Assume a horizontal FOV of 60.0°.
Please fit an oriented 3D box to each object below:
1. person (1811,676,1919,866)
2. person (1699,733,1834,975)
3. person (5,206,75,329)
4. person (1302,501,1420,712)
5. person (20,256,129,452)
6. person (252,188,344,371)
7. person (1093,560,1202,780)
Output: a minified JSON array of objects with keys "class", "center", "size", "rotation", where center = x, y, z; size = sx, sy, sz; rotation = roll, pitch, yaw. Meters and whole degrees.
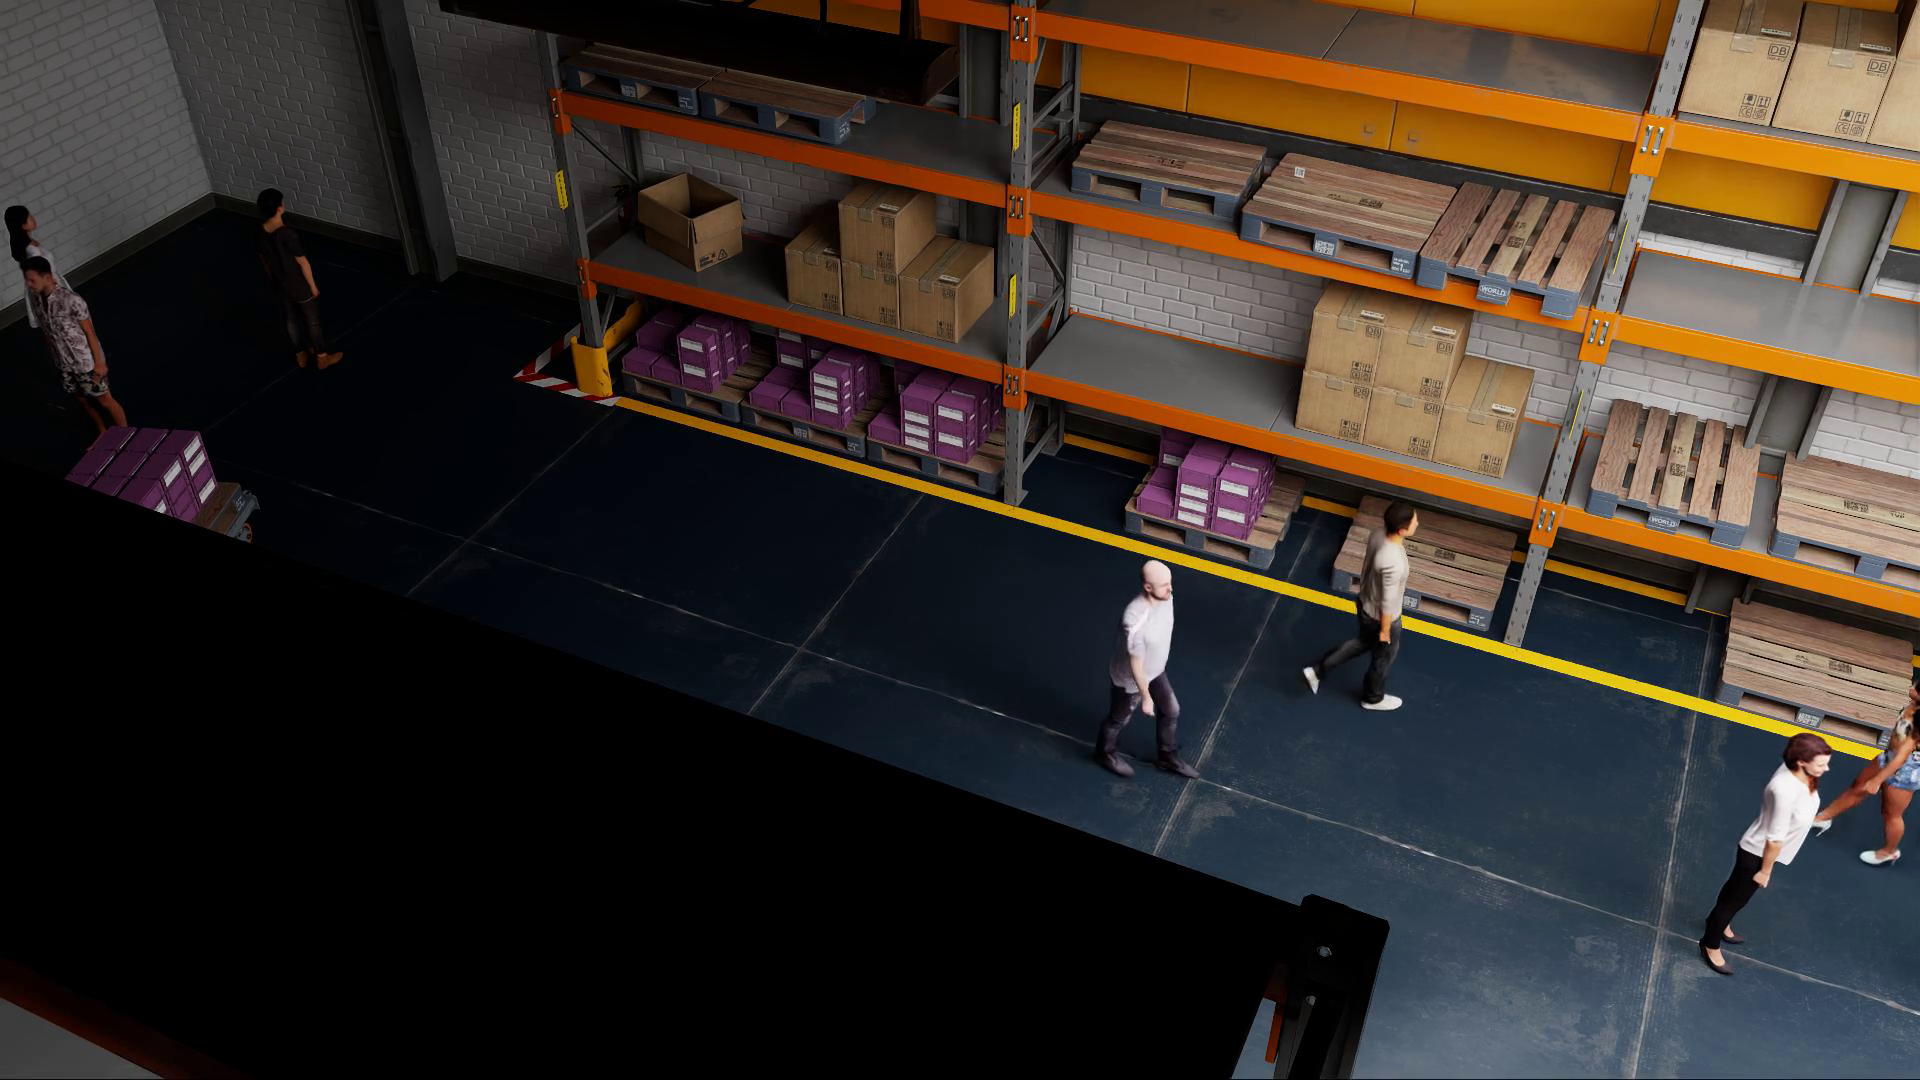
[{"class":"person","center":[5.748,1.421,10.067],"size":[0.837,1.595,0.572],"rotation":[17,42,20]},{"class":"person","center":[4.574,1.759,9.484],"size":[0.577,1.794,0.648],"rotation":[24,45,27]},{"class":"person","center":[-7.807,-2.060,14.282],"size":[0.665,1.775,0.781],"rotation":[29,47,31]},{"class":"person","center":[2.716,0.458,11.114],"size":[1.075,1.794,0.923],"rotation":[-1,39,-2]},{"class":"person","center":[-7.193,-1.520,13.578],"size":[0.551,1.810,0.756],"rotation":[12,40,14]},{"class":"person","center":[-5.873,-2.281,14.604],"size":[0.516,1.717,0.701],"rotation":[12,40,15]},{"class":"person","center":[1.073,0.813,10.658],"size":[0.992,1.808,0.788],"rotation":[27,46,30]}]
